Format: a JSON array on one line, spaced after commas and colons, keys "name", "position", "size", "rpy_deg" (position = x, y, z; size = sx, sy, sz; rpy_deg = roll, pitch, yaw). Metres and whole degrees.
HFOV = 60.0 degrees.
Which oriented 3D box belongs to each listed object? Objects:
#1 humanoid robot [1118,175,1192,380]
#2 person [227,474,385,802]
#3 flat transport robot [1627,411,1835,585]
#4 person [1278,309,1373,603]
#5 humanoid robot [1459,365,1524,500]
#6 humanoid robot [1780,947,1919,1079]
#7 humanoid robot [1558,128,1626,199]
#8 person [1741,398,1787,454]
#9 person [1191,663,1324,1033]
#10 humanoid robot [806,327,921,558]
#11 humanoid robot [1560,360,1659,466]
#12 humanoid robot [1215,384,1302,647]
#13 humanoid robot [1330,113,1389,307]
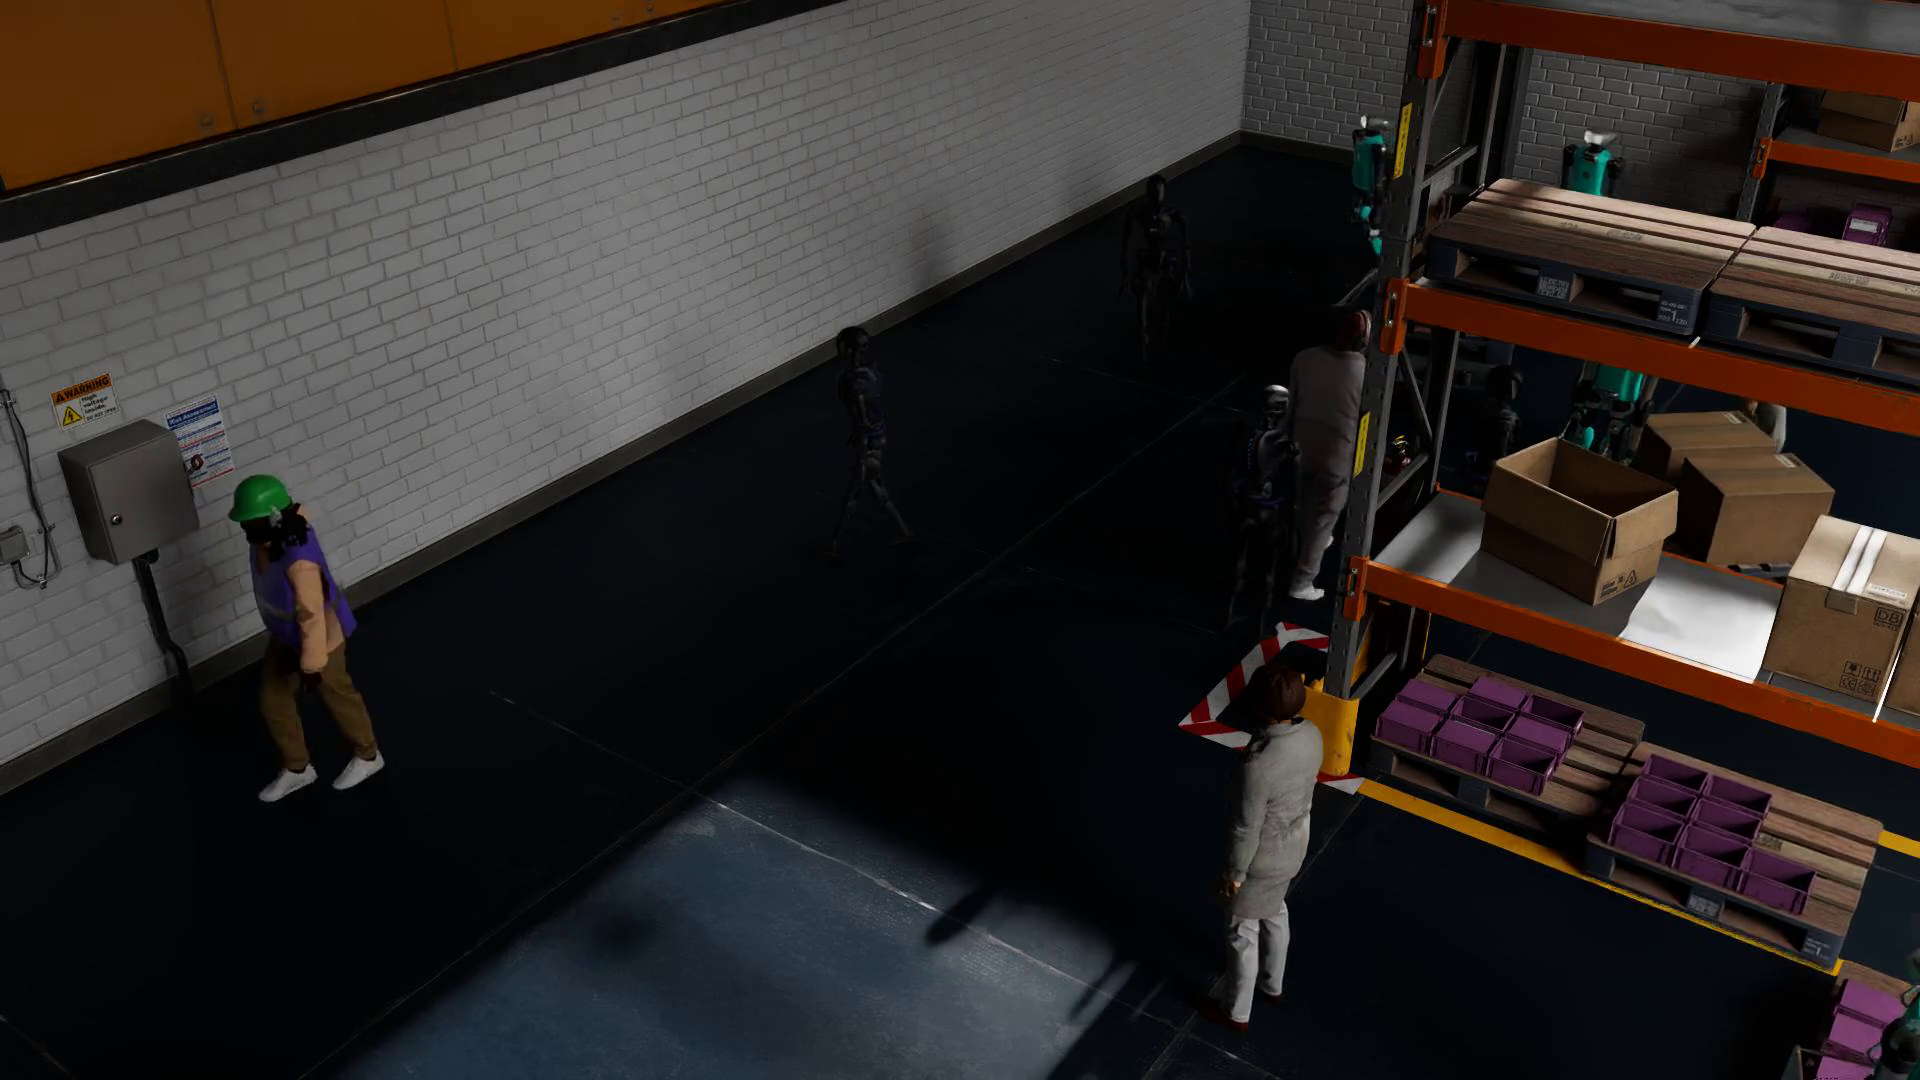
[{"name": "humanoid robot", "position": [1.591, -2.164, 13.452], "size": [0.610, 1.646, 0.772], "rpy_deg": [6, 30, 10]}, {"name": "person", "position": [-3.426, 0.531, 8.480], "size": [0.571, 1.901, 0.774], "rpy_deg": [24, 37, 35]}, {"name": "flat transport robot", "position": [4.757, 0.152, 10.776], "size": [1.431, 0.231, 0.659], "rpy_deg": [-2, 30, -4]}, {"name": "person", "position": [2.302, -0.540, 10.403], "size": [0.699, 1.876, 0.857], "rpy_deg": [23, 37, 35]}, {"name": "humanoid robot", "position": [3.223, -0.314, 10.168], "size": [0.338, 1.657, 0.590], "rpy_deg": [3, 30, 5]}, {"name": "humanoid robot", "position": [3.210, 2.047, 6.002], "size": [0.545, 1.737, 0.985], "rpy_deg": [-16, 34, -25]}, {"name": "humanoid robot", "position": [5.441, -2.714, 14.273], "size": [0.863, 1.771, 0.607], "rpy_deg": [-24, 38, -35]}, {"name": "person", "position": [5.505, -1.105, 11.412], "size": [0.716, 1.831, 0.573], "rpy_deg": [21, 36, 32]}, {"name": "person", "position": [1.309, 1.331, 7.182], "size": [0.364, 1.823, 0.516], "rpy_deg": [24, 38, 35]}, {"name": "humanoid robot", "position": [-0.636, -0.633, 10.773], "size": [0.775, 1.623, 0.609], "rpy_deg": [-3, 30, -5]}, {"name": "humanoid robot", "position": [3.992, -0.594, 10.613], "size": [0.756, 1.793, 0.535], "rpy_deg": [-22, 37, -33]}, {"name": "humanoid robot", "position": [1.768, -0.162, 9.907], "size": [0.309, 1.652, 0.613], "rpy_deg": [-24, 37, -35]}, {"name": "humanoid robot", "position": [3.815, -2.873, 14.605], "size": [1.003, 1.781, 0.530], "rpy_deg": [-6, 31, -10]}]
